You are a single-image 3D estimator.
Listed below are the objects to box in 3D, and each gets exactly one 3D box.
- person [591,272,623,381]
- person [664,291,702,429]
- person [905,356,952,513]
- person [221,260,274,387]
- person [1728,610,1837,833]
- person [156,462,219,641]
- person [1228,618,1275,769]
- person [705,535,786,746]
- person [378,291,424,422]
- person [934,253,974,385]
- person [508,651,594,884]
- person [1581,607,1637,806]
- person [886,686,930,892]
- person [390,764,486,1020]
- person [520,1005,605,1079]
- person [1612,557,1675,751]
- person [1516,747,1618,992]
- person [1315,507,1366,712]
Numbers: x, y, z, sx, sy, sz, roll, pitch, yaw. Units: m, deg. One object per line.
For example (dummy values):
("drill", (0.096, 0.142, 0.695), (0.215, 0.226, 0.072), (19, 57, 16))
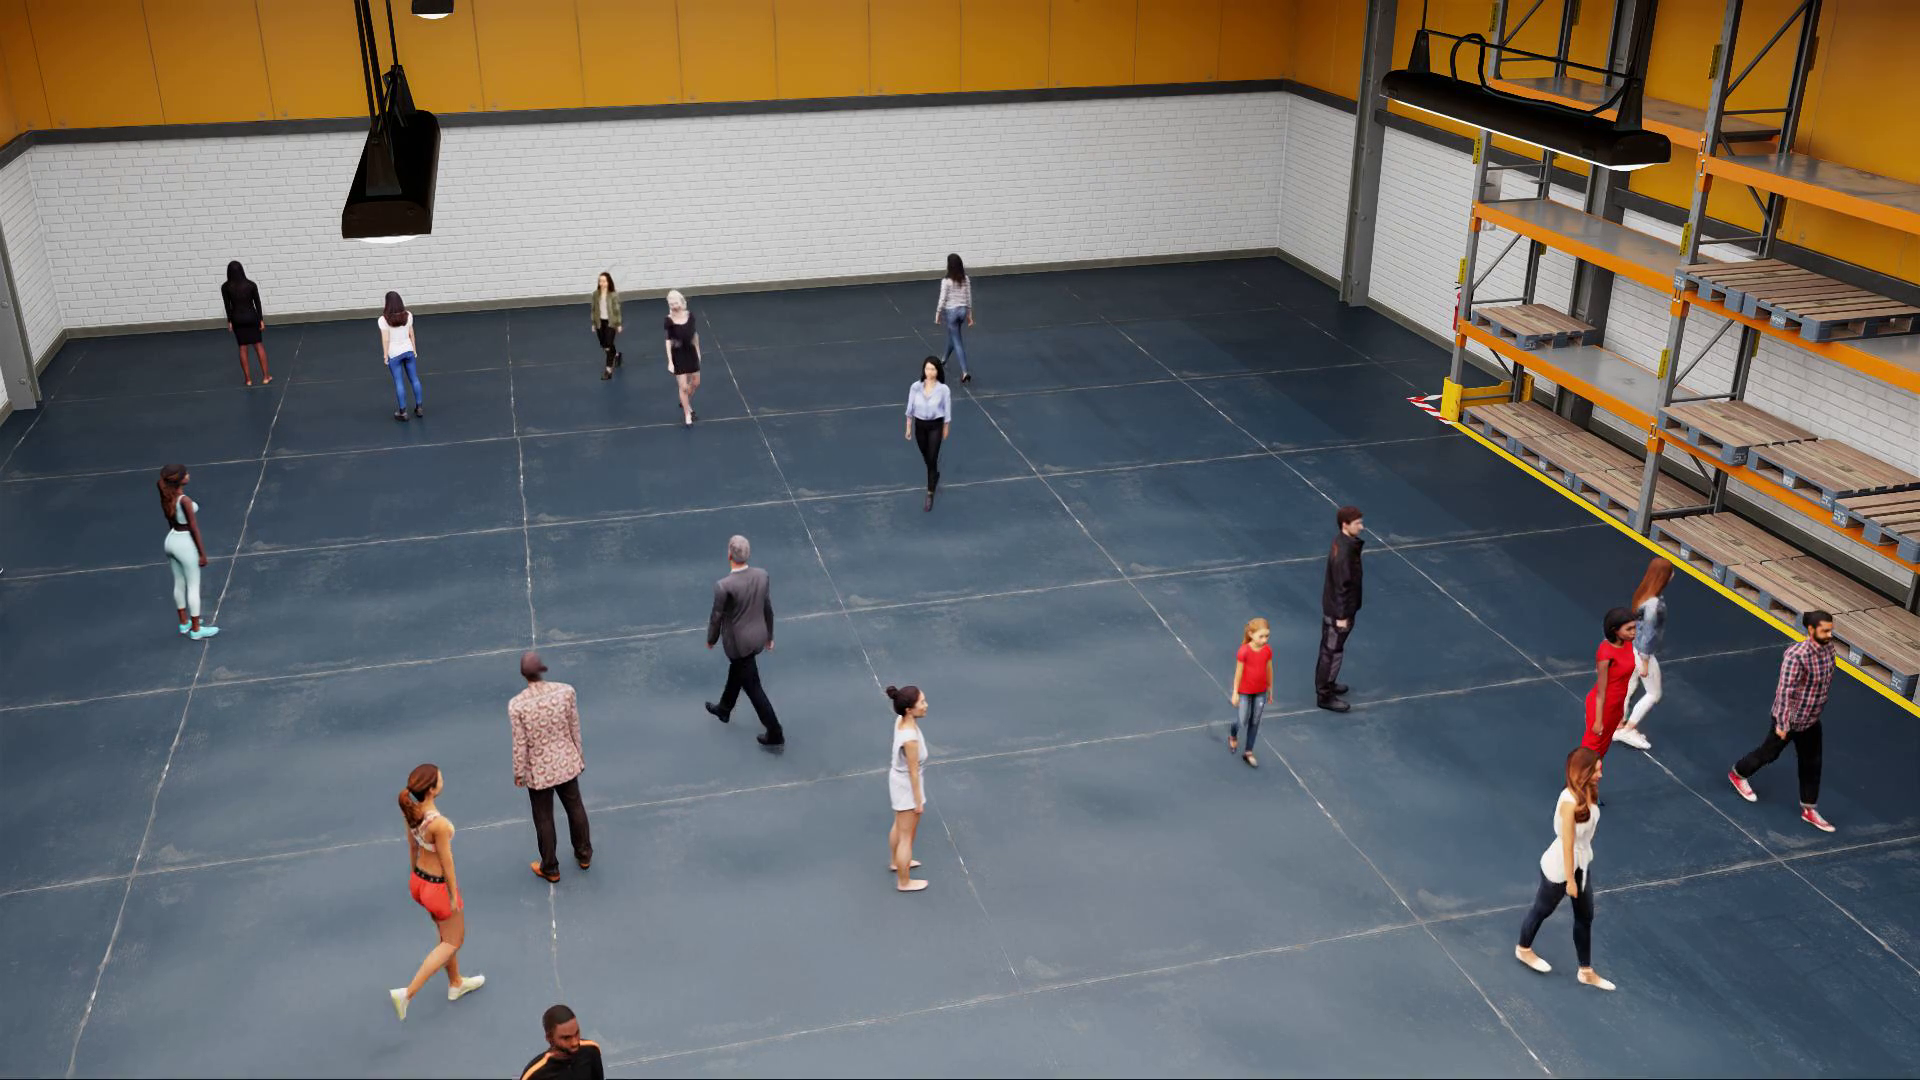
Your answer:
("person", (-4.875, -2.998, 23.075), (0.888, 1.456, 1.044), (7, 24, 15))
("person", (-3.491, -2.294, 21.039), (0.890, 1.797, 0.795), (21, 31, 39))
("person", (-0.332, -1.248, 18.763), (1.037, 1.704, 1.248), (6, 24, 14))
("person", (-9.749, -2.973, 22.688), (0.629, 1.720, 0.521), (-9, 25, -20))
("person", (6.399, 1.318, 12.850), (0.859, 1.738, 1.192), (-11, 26, -23))
("person", (-7.326, 0.091, 15.679), (0.658, 1.720, 0.725), (15, 28, 31))
("person", (2.360, 1.211, 13.635), (0.499, 1.305, 0.590), (-7, 24, -15))
("person", (-1.741, 0.891, 13.783), (1.300, 1.774, 1.162), (18, 29, 35))
("person", (-7.164, -2.356, 21.320), (0.675, 1.685, 0.675), (-20, 31, -38))
("person", (-0.018, -2.966, 22.642), (0.850, 1.745, 1.199), (-14, 27, -29))
("person", (-2.963, 1.634, 12.041), (0.758, 1.808, 0.726), (-16, 28, -32))
("person", (4.981, 1.312, 12.857), (0.650, 1.743, 0.655), (-21, 31, -39))
("person", (-0.384, 1.763, 11.991), (0.621, 1.610, 0.453), (-5, 24, -11))
("person", (-3.406, 2.275, 10.614), (0.965, 1.776, 0.968), (16, 28, 32))
("person", (-2.096, 3.135, 8.673), (0.934, 1.754, 1.280), (-16, 28, -32))
("person", (5.574, 0.931, 13.791), (0.781, 1.694, 0.652), (5, 24, 11))
("person", (3.909, 2.122, 10.989), (1.024, 1.756, 0.882), (22, 32, 40))
("person", (3.286, 0.571, 14.432), (0.857, 1.839, 0.701), (5, 24, 11))
